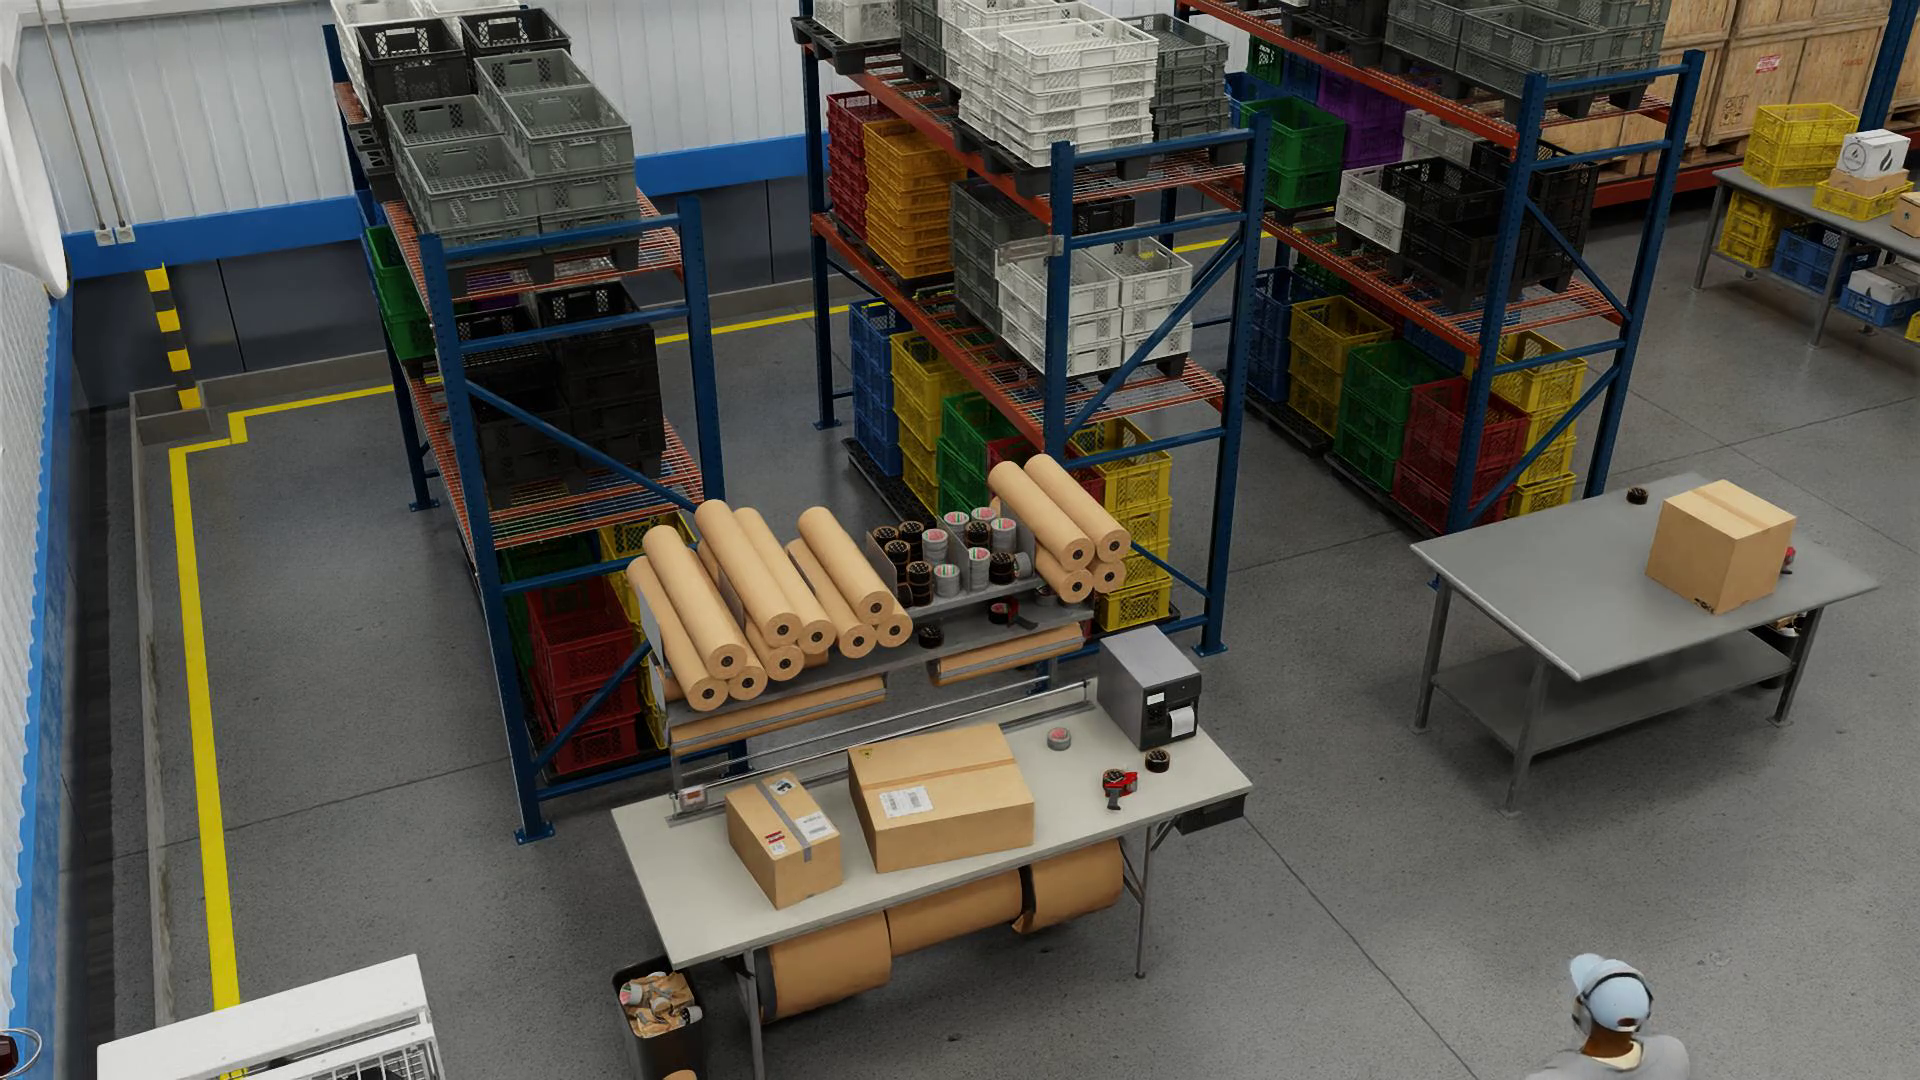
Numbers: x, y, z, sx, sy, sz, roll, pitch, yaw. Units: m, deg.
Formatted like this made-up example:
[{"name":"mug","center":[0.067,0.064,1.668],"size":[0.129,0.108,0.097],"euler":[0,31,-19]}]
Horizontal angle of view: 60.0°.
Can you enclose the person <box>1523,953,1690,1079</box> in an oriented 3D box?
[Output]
[{"name":"person","center":[1.880,2.005,5.204],"size":[0.598,1.850,0.385],"euler":[-11,33,-18]}]
